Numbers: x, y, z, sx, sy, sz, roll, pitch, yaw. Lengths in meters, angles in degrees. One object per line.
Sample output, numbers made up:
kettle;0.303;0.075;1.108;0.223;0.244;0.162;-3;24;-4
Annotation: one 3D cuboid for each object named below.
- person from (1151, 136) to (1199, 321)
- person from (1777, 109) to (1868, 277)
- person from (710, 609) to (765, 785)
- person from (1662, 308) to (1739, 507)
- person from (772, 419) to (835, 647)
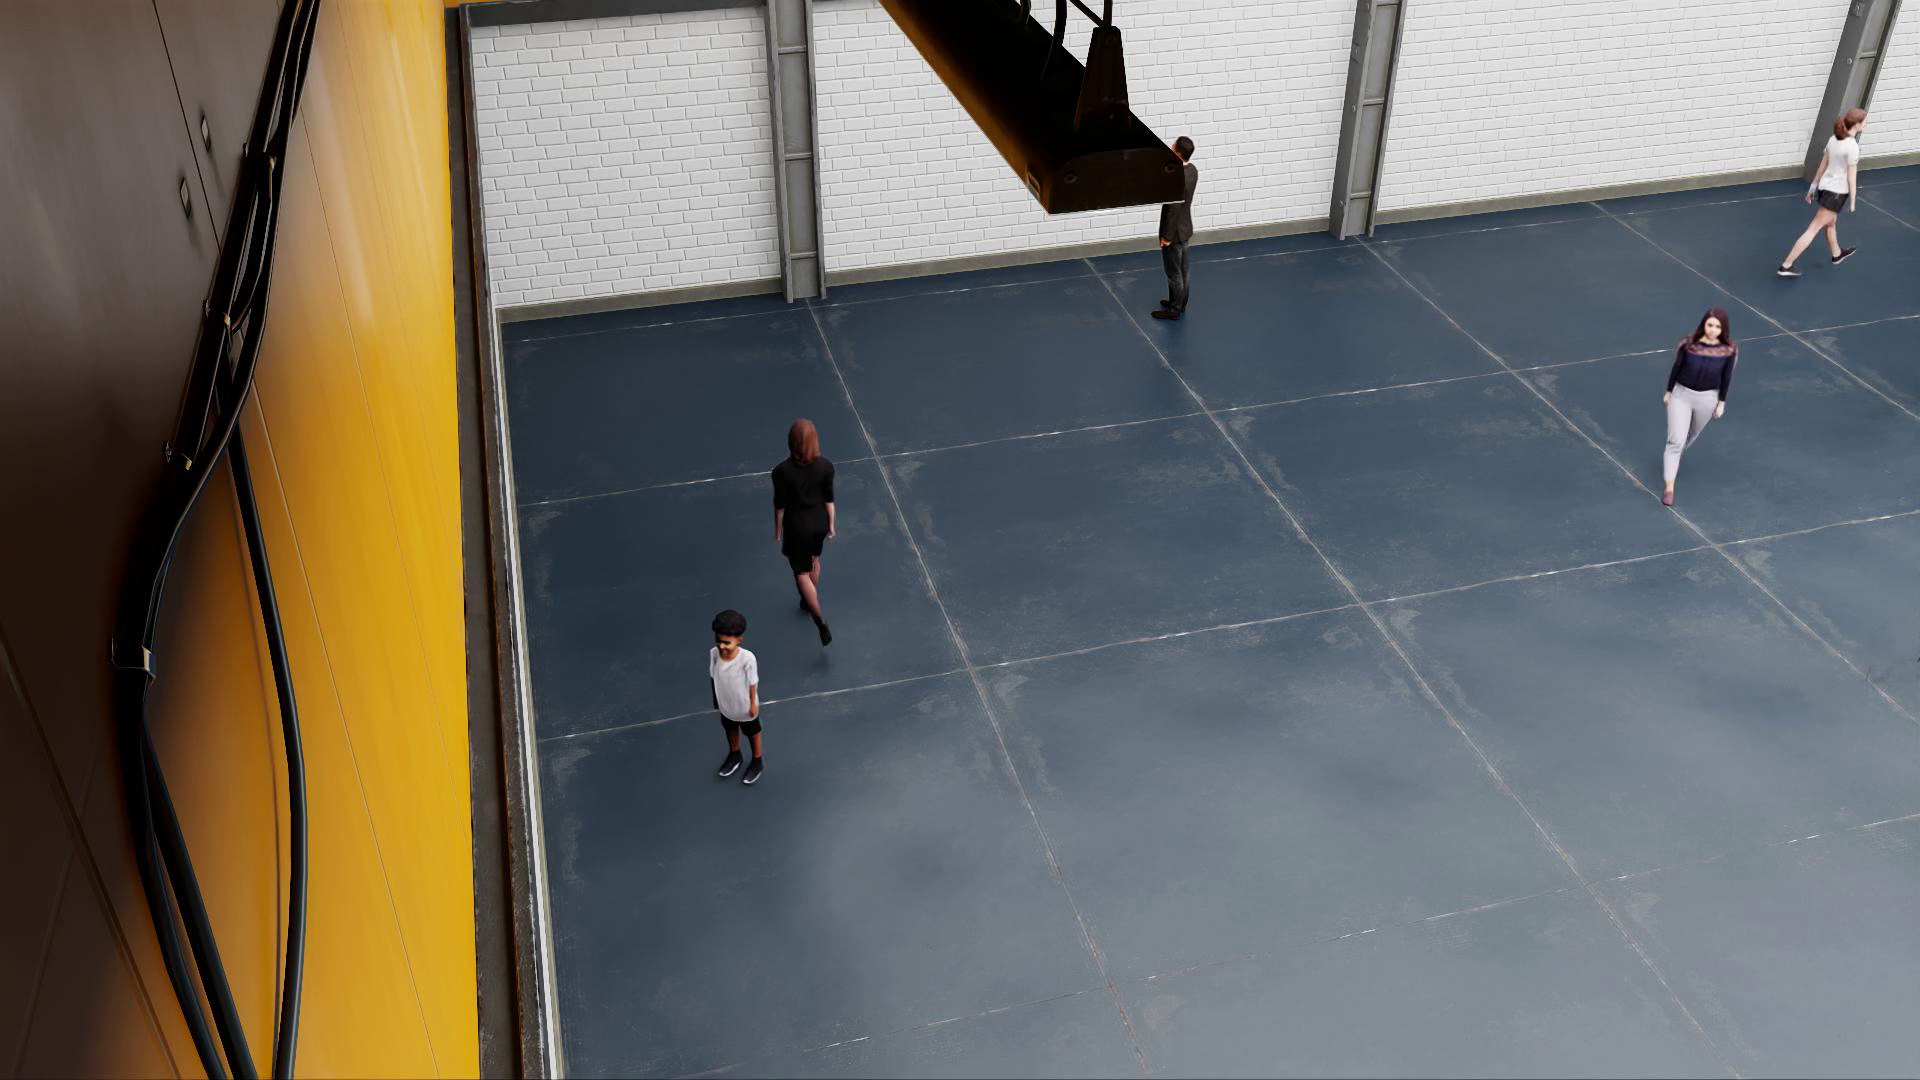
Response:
person;2.078;-2.973;15.841;0.781;1.804;0.743;15;36;21
person;8.610;-3.408;16.592;1.157;1.698;0.631;-7;34;-10
person;-1.392;0.960;10.419;0.551;1.257;0.625;11;35;16
person;5.848;-1.117;13.258;1.086;1.573;1.033;11;35;15
person;-1.048;-0.023;11.517;0.965;1.678;0.723;-12;35;-17
